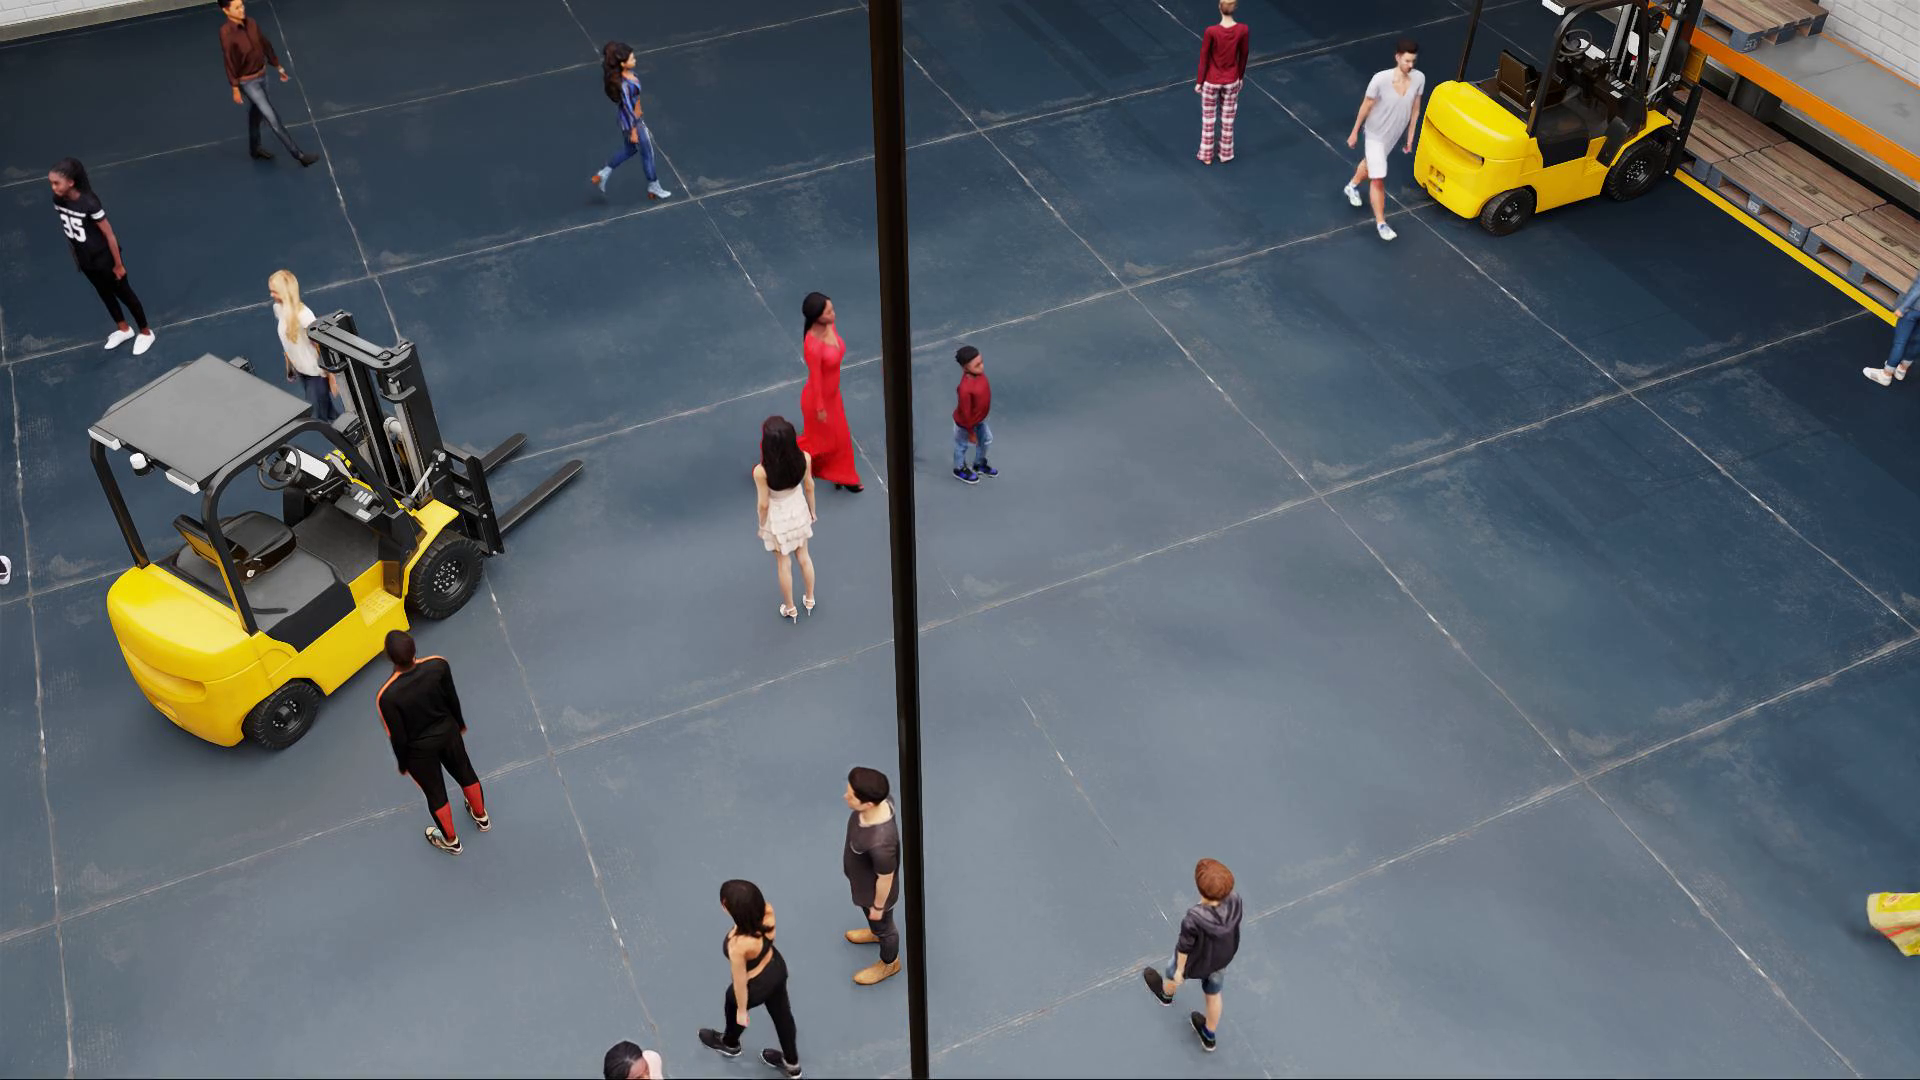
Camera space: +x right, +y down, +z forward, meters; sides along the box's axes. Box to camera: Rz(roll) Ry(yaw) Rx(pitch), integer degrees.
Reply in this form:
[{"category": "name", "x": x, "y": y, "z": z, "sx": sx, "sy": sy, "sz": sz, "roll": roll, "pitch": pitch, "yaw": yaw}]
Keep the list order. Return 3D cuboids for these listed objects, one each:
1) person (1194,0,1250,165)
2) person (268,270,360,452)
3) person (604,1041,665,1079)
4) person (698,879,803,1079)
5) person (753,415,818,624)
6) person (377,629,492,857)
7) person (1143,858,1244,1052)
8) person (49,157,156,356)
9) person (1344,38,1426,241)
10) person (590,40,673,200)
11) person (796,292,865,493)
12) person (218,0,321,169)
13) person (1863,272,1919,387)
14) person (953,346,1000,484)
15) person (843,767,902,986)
[{"category": "person", "x": 2.452, "y": -4.335, "z": 15.620, "sx": 0.677, "sy": 1.703, "sz": 0.604, "roll": -6, "pitch": 44, "yaw": -7}, {"category": "person", "x": -4.713, "y": -1.280, "z": 12.341, "sx": 0.764, "sy": 1.801, "sz": 0.683, "roll": -34, "pitch": 53, "yaw": -30}, {"category": "person", "x": -1.505, "y": 2.912, "z": 7.999, "sx": 0.752, "sy": 1.721, "sz": 0.691, "roll": 14, "pitch": 45, "yaw": 14}, {"category": "person", "x": -0.984, "y": 2.337, "z": 8.670, "sx": 0.952, "sy": 1.628, "sz": 0.842, "roll": 22, "pitch": 48, "yaw": 22}, {"category": "person", "x": -1.163, "y": -0.123, "z": 11.175, "sx": 0.571, "sy": 1.735, "sz": 0.525, "roll": -20, "pitch": 47, "yaw": -20}, {"category": "person", "x": -3.103, "y": 1.171, "z": 9.763, "sx": 0.665, "sy": 1.808, "sz": 0.689, "roll": 32, "pitch": 52, "yaw": 29}, {"category": "person", "x": 1.330, "y": 2.267, "z": 8.889, "sx": 0.549, "sy": 1.426, "sz": 0.789, "roll": -17, "pitch": 46, "yaw": -17}, {"category": "person", "x": -6.963, "y": -2.282, "z": 13.445, "sx": 0.696, "sy": 1.729, "sz": 0.752, "roll": 13, "pitch": 45, "yaw": 14}, {"category": "person", "x": 3.743, "y": -3.666, "z": 14.858, "sx": 0.815, "sy": 1.784, "sz": 1.264, "roll": -12, "pitch": 45, "yaw": -12}, {"category": "person", "x": -3.049, "y": -3.776, "z": 15.104, "sx": 0.743, "sy": 1.604, "sz": 0.913, "roll": -11, "pitch": 45, "yaw": -11}, {"category": "person", "x": -1.069, "y": -1.039, "z": 12.121, "sx": 1.028, "sy": 1.767, "sz": 0.979, "roll": 12, "pitch": 45, "yaw": 12}, {"category": "person", "x": -6.687, "y": -4.302, "z": 15.557, "sx": 1.156, "sy": 1.740, "sz": 1.123, "roll": 12, "pitch": 45, "yaw": 12}, {"category": "person", "x": 7.644, "y": -1.872, "z": 13.198, "sx": 0.558, "sy": 1.477, "sz": 0.499, "roll": -17, "pitch": 46, "yaw": -17}, {"category": "person", "x": 0.021, "y": -0.939, "z": 12.387, "sx": 0.686, "sy": 1.244, "sz": 0.628, "roll": 17, "pitch": 46, "yaw": 17}, {"category": "person", "x": -0.463, "y": 1.822, "z": 9.146, "sx": 0.737, "sy": 1.717, "sz": 0.578, "roll": -7, "pitch": 44, "yaw": -7}]
